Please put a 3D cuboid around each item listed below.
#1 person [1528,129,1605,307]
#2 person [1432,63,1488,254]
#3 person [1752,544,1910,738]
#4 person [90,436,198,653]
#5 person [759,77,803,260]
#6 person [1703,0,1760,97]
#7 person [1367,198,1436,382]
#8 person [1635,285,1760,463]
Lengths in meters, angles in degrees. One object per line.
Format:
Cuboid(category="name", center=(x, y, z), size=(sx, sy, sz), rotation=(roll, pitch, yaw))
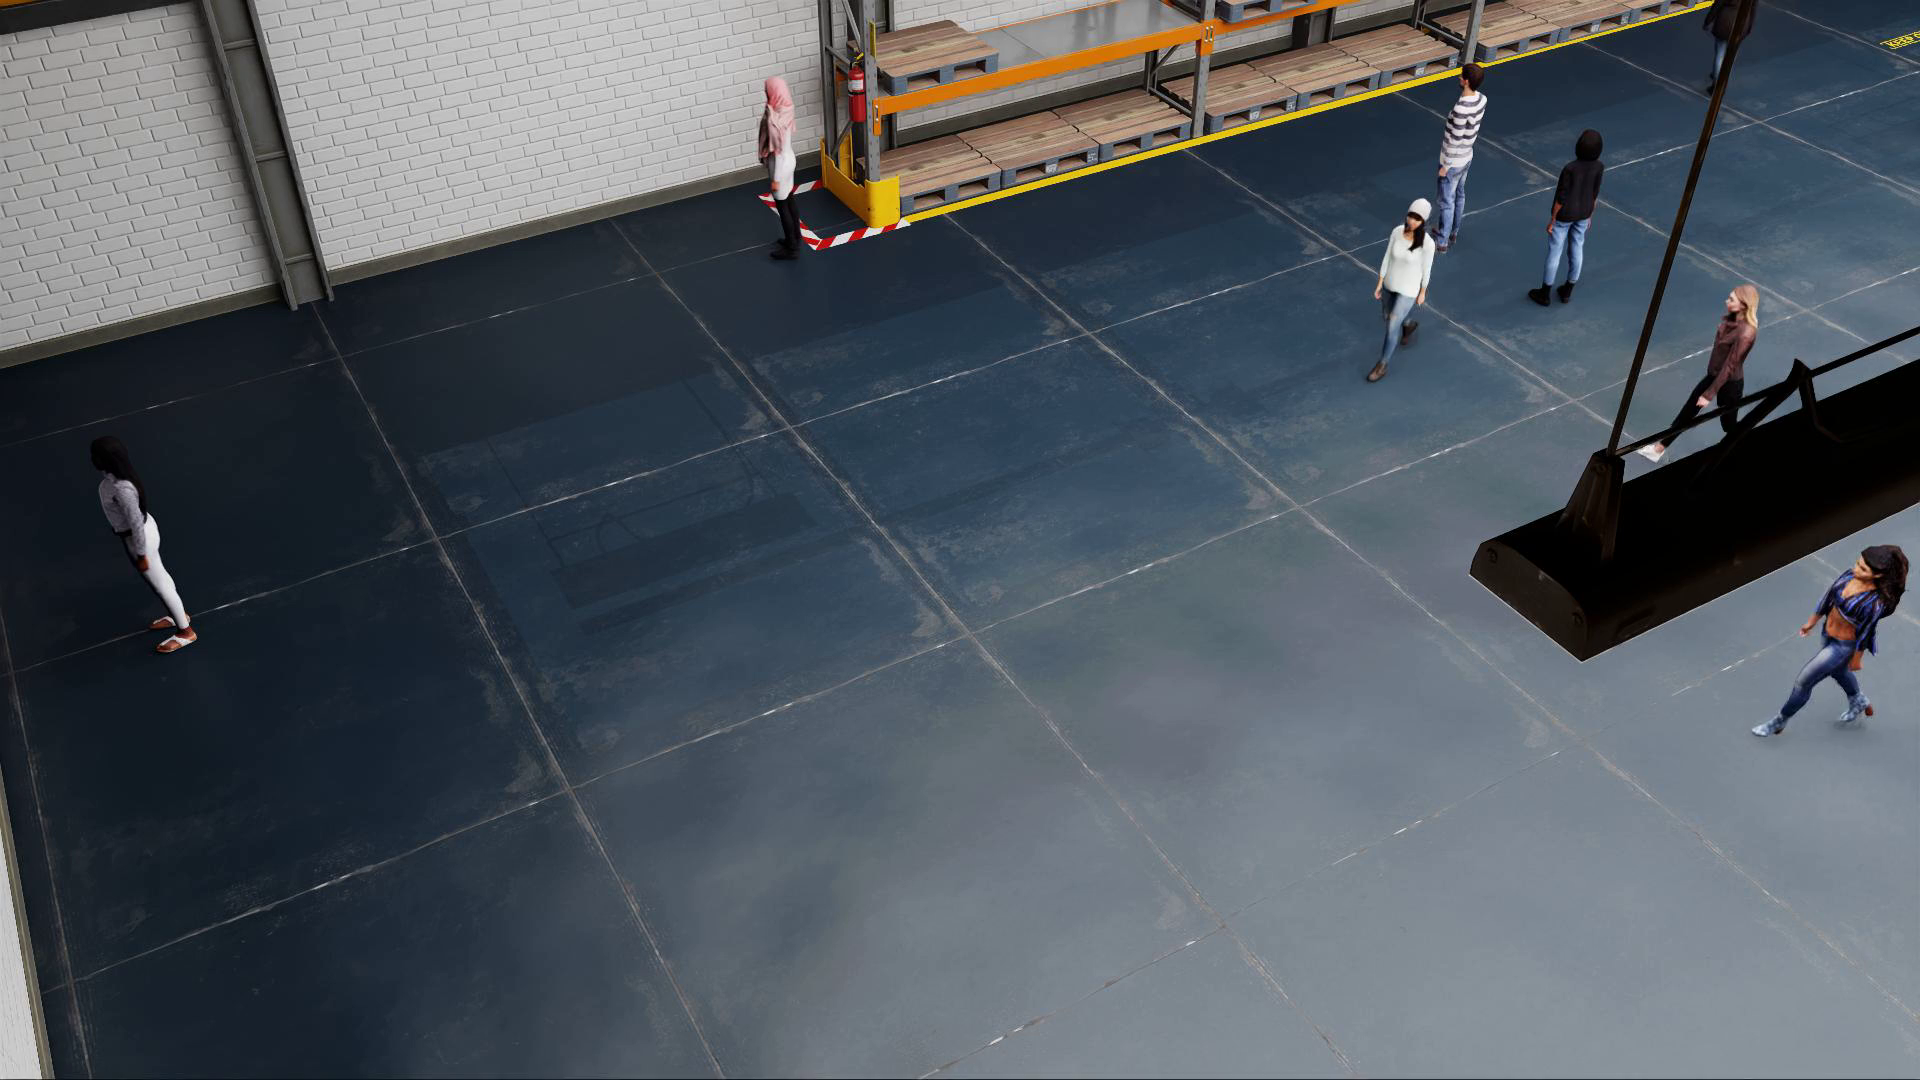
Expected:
Cuboid(category="person", center=(5.531, -2.913, 15.052), size=(0.590, 1.701, 0.709), rotation=(-6, 39, -7))
Cuboid(category="person", center=(4.739, -3.642, 15.842), size=(0.777, 1.854, 0.608), rotation=(26, 45, 29))
Cuboid(category="person", center=(5.713, 0.657, 10.678), size=(1.137, 1.580, 0.941), rotation=(0, 39, 0))
Cuboid(category="person", center=(-5.608, 0.003, 11.382), size=(0.503, 1.725, 0.592), rotation=(-19, 43, -23))
Cuboid(category="person", center=(-1.684, -3.512, 15.720), size=(0.789, 1.803, 0.735), rotation=(8, 39, 10))
Cuboid(category="person", center=(8.697, -5.779, 18.701), size=(0.874, 1.625, 0.912), rotation=(2, 39, 2))
Cuboid(category="person", center=(3.798, -2.184, 14.199), size=(0.726, 1.625, 1.048), rotation=(31, 48, 33))
Cuboid(category="person", center=(6.011, -1.178, 12.918), size=(1.171, 1.653, 1.037), rotation=(5, 39, 6))
